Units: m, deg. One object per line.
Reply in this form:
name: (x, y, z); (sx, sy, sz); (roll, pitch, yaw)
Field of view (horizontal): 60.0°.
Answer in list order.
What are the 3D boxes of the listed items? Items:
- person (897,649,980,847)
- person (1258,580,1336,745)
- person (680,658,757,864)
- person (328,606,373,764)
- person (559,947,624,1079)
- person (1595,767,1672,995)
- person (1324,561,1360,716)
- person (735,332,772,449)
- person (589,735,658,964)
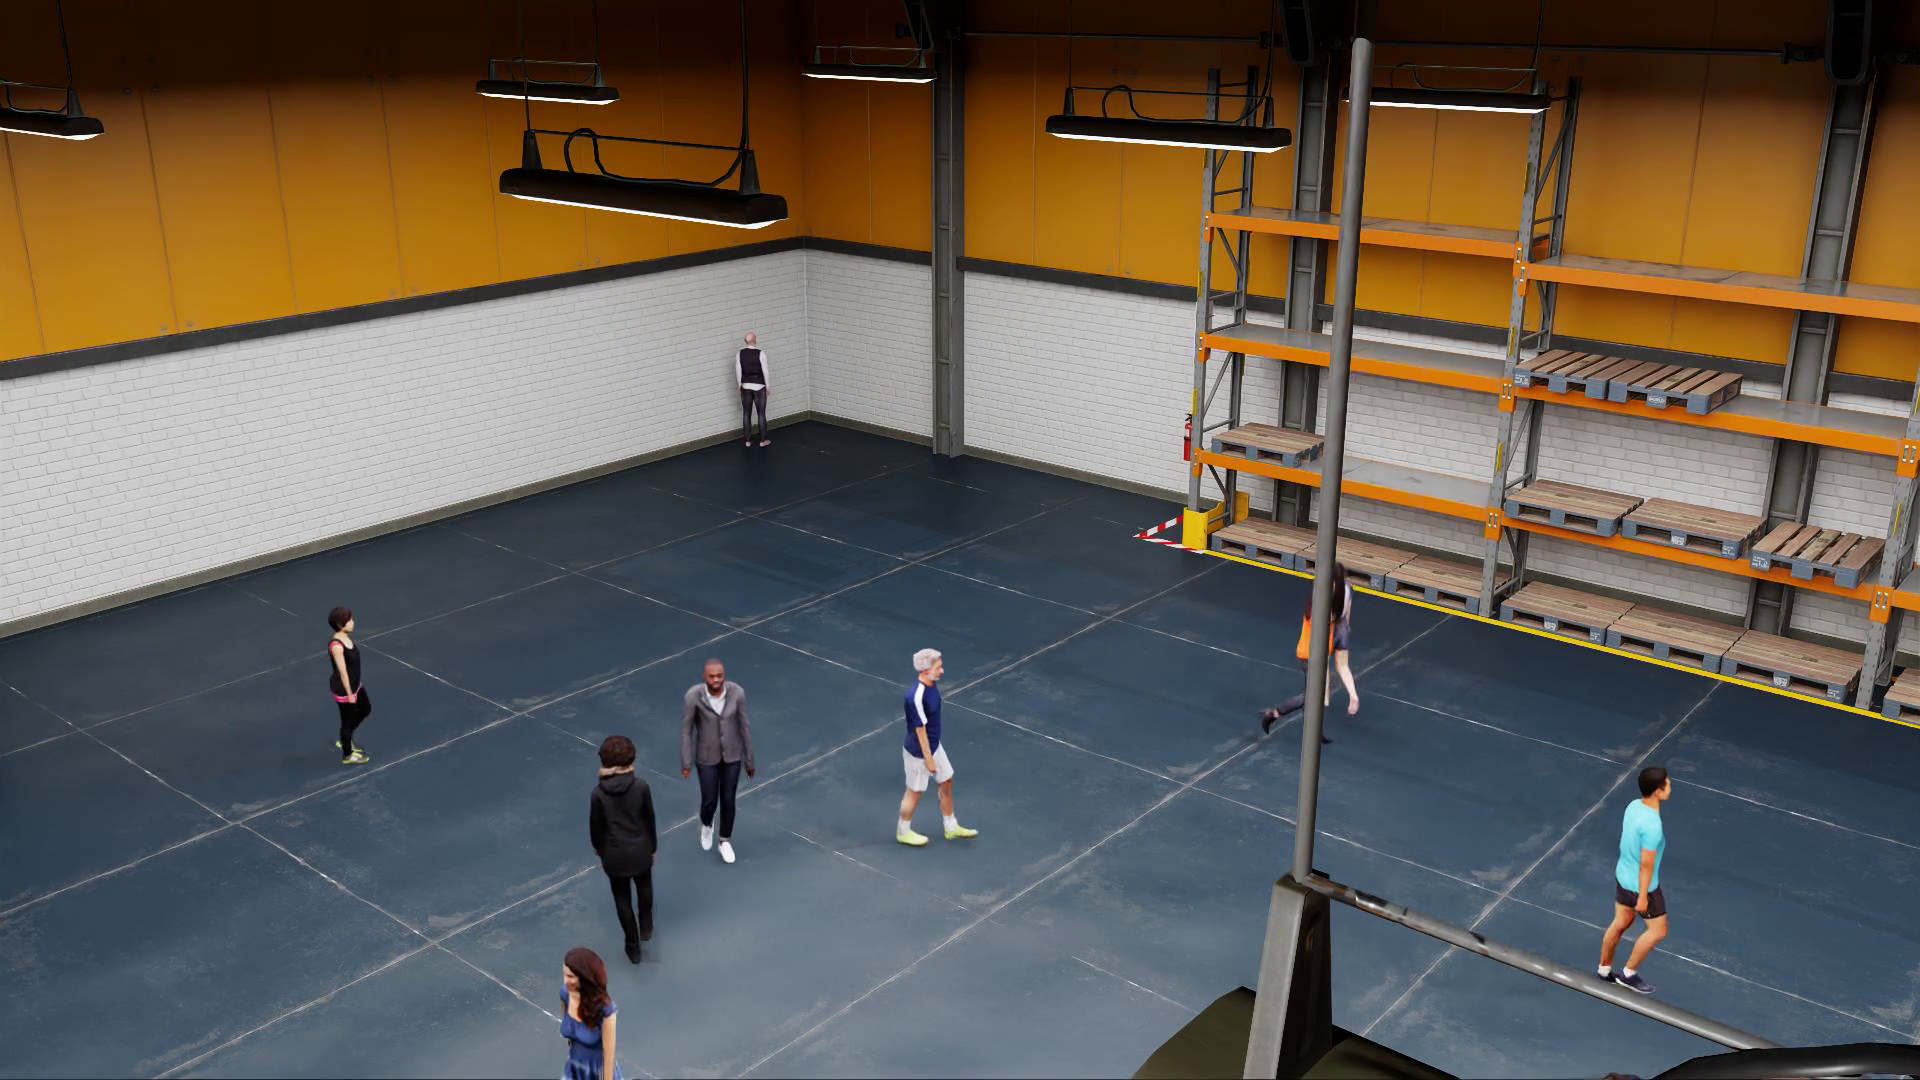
person: (-0.388, 1.737, 13.921); (1.043, 1.809, 0.900); (4, 19, 13)
person: (3.264, 1.151, 15.795); (1.070, 1.724, 0.972); (1, 19, 3)
person: (-2.017, 1.780, 13.802); (0.895, 1.802, 0.910); (-6, 19, -17)
person: (-5.780, 1.362, 15.458); (0.726, 1.539, 0.665); (-2, 19, -7)
person: (-2.075, 3.171, 9.717); (1.065, 1.775, 0.819); (11, 21, 29)
person: (4.749, 2.446, 11.894); (0.814, 1.759, 0.771); (2, 19, 5)
person: (3.744, 0.984, 16.459); (0.881, 1.616, 1.008); (-6, 19, -17)
person: (-3.240, -2.358, 26.059); (0.733, 1.823, 0.845); (2, 19, 7)
person: (-2.452, 2.322, 12.265); (0.838, 1.756, 0.920); (-6, 20, -18)
